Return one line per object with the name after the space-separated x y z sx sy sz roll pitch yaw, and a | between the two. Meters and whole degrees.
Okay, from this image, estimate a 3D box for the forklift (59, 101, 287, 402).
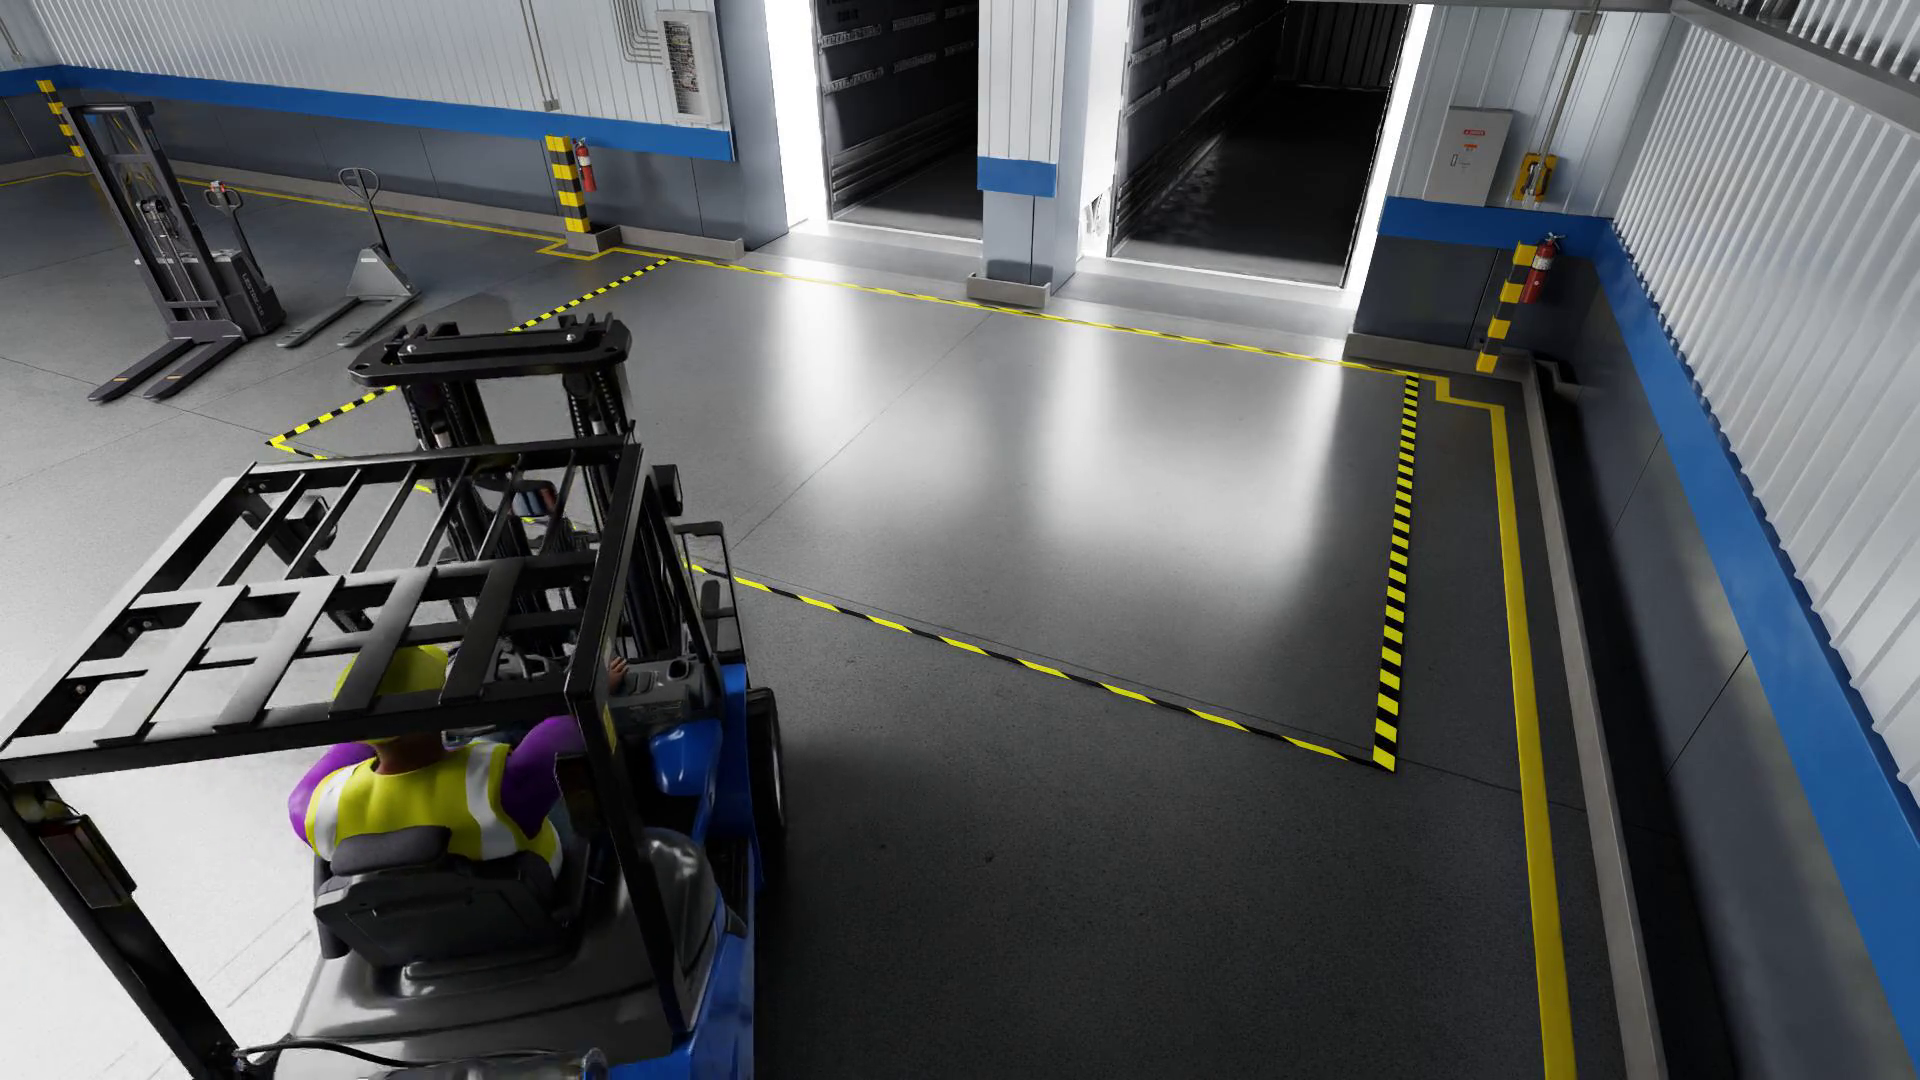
-6.686 -2.387 7.434 0.823 1.965 1.885 -3 35 -5 | forklift

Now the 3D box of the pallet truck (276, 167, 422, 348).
-5.732 -2.611 8.414 0.680 1.201 1.601 -1 35 -1 | pallet truck

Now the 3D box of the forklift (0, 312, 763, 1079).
-1.262 0.770 2.608 1.157 2.036 2.680 -6 35 -8 | forklift

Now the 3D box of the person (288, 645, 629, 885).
-1.265 0.582 2.550 0.635 1.294 1.004 -6 35 -8 | person
